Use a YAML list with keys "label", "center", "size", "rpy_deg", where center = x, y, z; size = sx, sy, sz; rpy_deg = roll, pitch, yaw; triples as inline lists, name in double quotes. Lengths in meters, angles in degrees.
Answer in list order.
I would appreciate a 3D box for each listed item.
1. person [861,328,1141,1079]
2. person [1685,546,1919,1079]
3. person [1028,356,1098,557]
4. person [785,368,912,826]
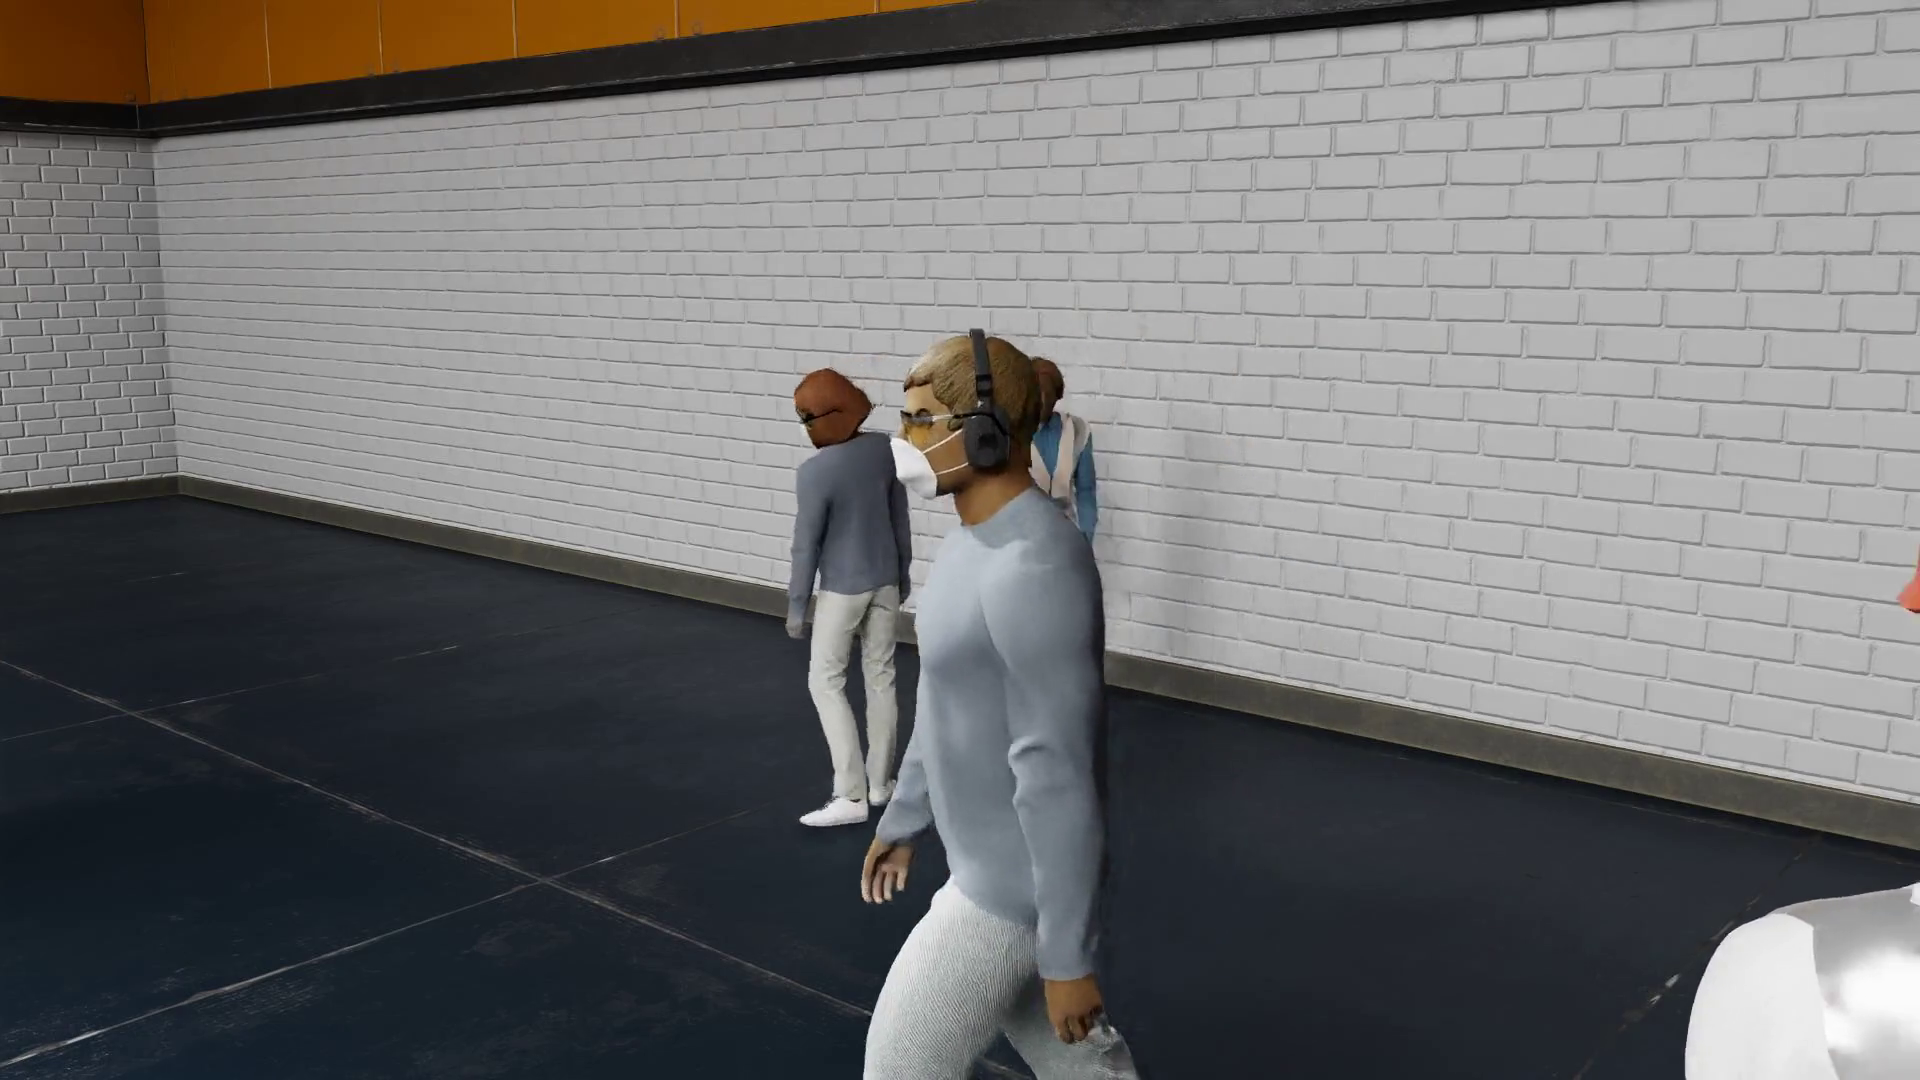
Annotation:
- label: "person"
  center: [-0.018, 0.586, 2.882]
  size: [1.039, 1.881, 0.643]
  rpy_deg: [0, 10, -3]
- label: "person"
  center: [0.783, 0.846, 1.291]
  size: [0.578, 1.928, 0.418]
  rpy_deg: [1, 10, 5]
- label: "person"
  center: [0.299, 0.029, 6.939]
  size: [0.541, 1.576, 0.757]
  rpy_deg: [-5, 11, -28]
- label: "person"
  center: [-0.385, 0.193, 5.912]
  size: [0.319, 1.614, 0.598]
  rpy_deg: [9, 13, 41]
